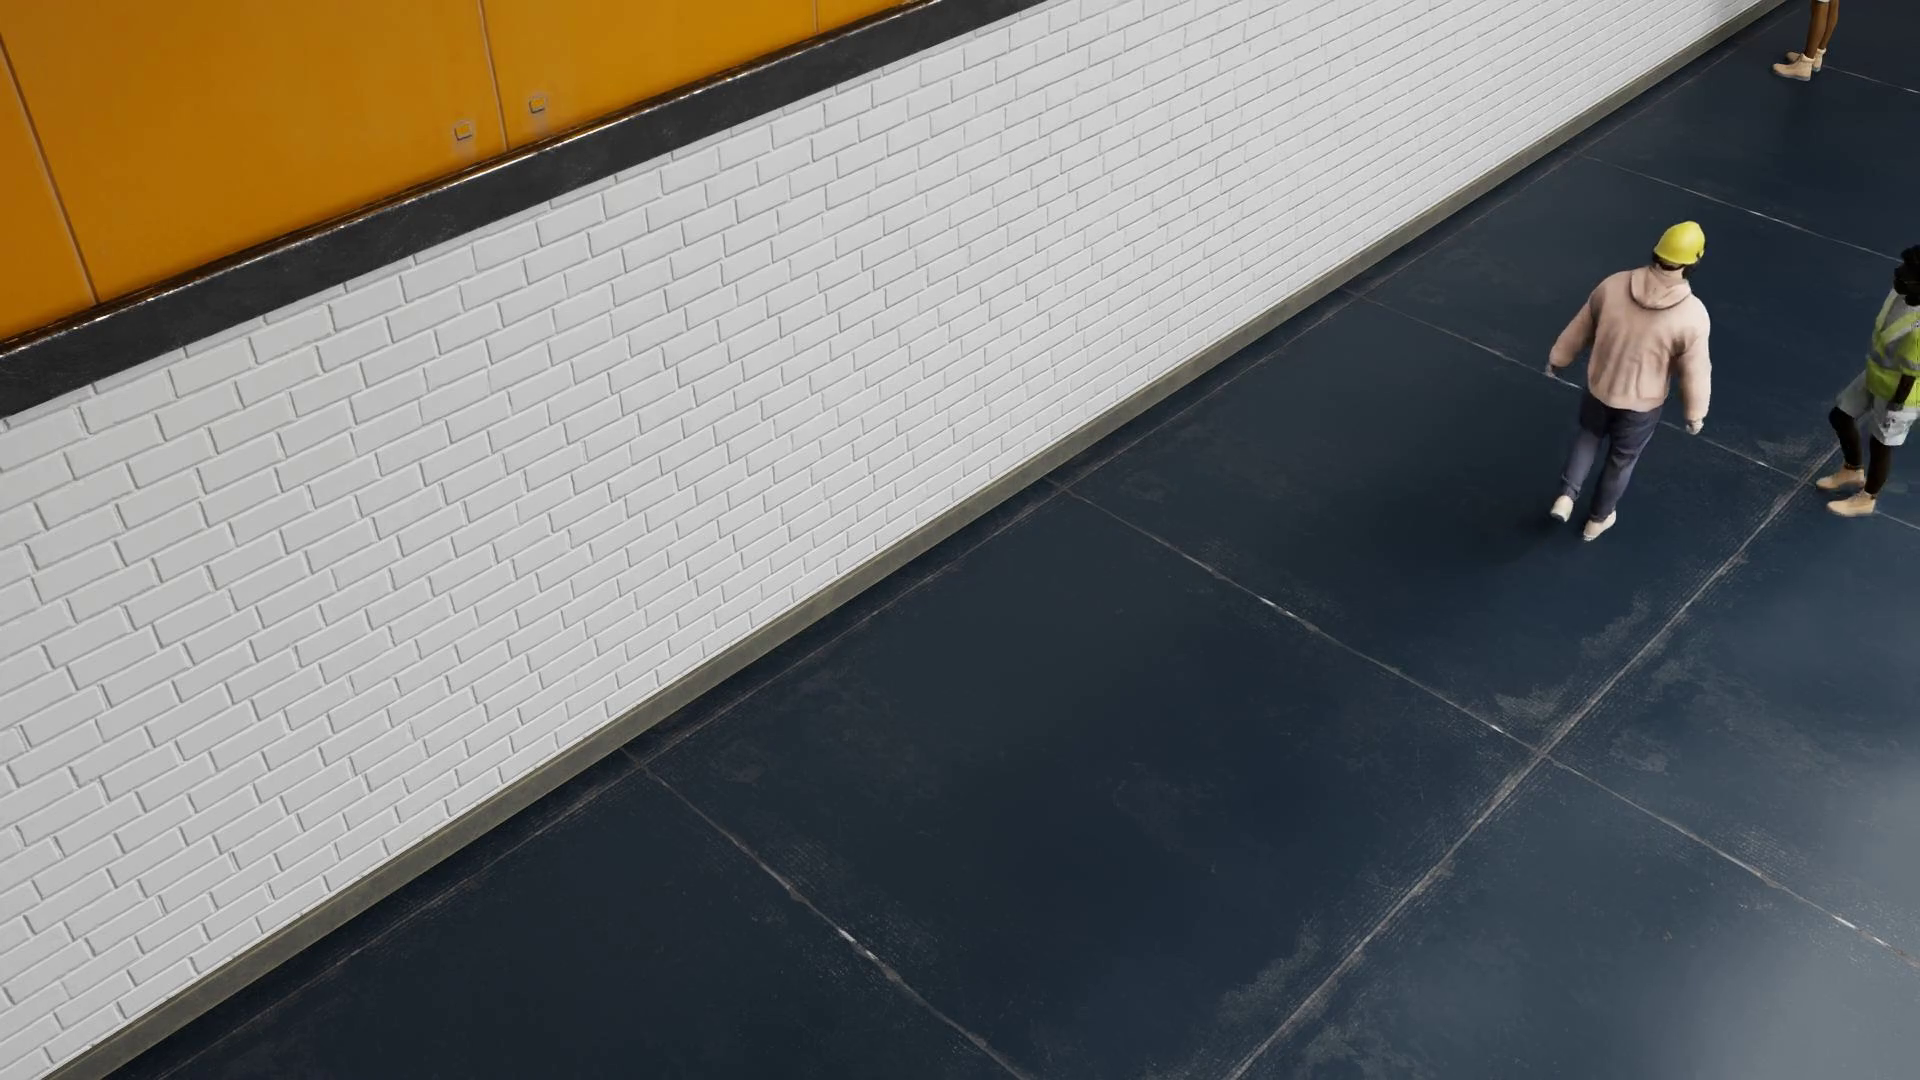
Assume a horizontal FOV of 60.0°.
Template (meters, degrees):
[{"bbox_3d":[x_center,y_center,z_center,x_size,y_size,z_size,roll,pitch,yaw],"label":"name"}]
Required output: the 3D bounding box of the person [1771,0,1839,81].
[{"bbox_3d":[7.076,-4.748,13.438,0.371,2.043,0.604,31,48,33],"label":"person"}]

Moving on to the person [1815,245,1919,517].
[{"bbox_3d":[4.916,-0.819,8.813,0.415,1.670,0.534,2,39,3],"label":"person"}]

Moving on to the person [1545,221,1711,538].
[{"bbox_3d":[3.455,-0.800,8.658,0.870,1.845,0.487,28,46,30],"label":"person"}]
